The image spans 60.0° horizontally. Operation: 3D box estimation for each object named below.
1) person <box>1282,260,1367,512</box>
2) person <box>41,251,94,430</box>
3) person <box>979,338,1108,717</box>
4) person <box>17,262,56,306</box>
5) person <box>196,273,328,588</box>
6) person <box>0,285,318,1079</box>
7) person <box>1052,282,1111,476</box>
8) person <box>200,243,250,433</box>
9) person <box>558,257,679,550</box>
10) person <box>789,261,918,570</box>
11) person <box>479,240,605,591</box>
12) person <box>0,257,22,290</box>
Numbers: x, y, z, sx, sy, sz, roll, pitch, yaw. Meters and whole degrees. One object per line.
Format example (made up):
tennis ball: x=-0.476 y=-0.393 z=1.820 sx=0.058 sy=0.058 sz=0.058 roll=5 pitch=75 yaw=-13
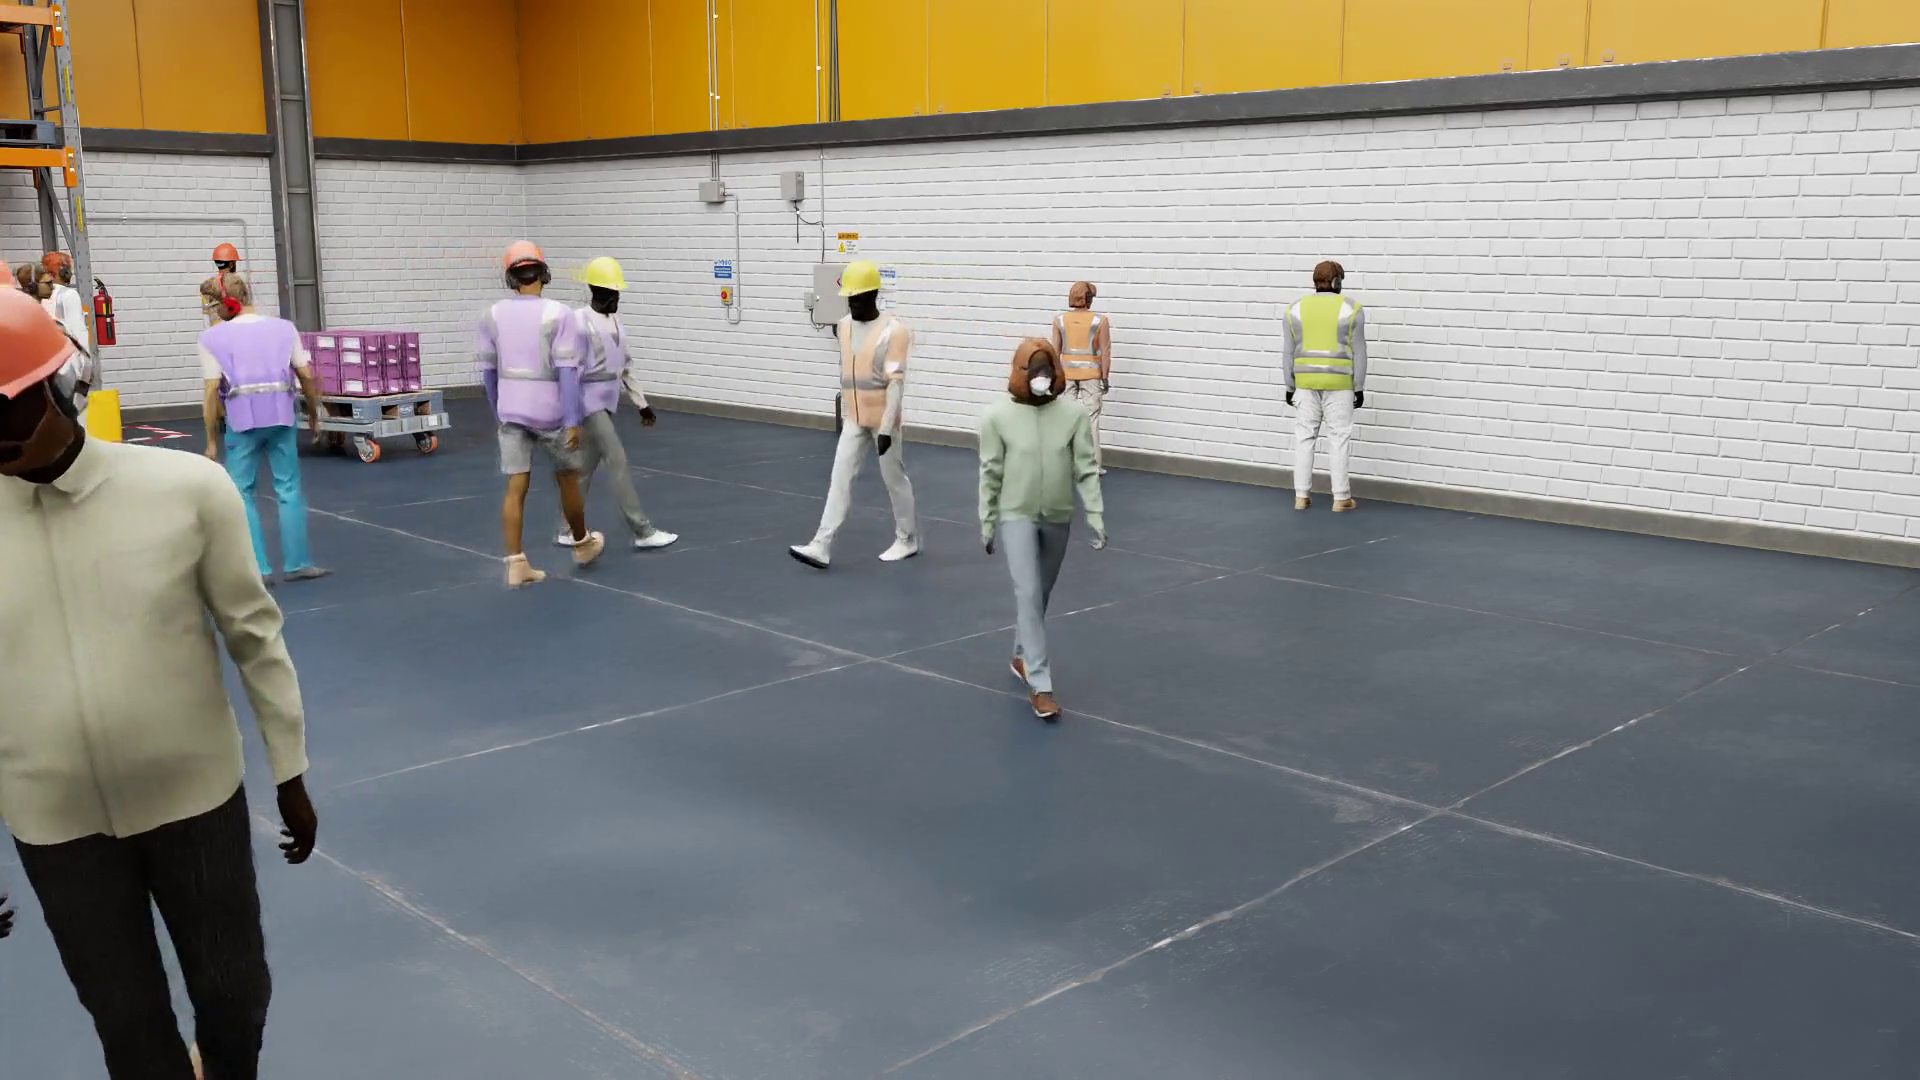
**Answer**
person: x=2.688 y=-1.126 z=12.244 sx=0.619 sy=1.839 sz=0.430 roll=5 pitch=12 yaw=27
person: x=-7.677 y=-1.526 z=14.294 sx=0.574 sy=1.884 sz=0.356 roll=5 pitch=11 yaw=24
person: x=0.344 y=-0.079 z=7.199 sx=0.516 sy=1.582 sz=0.859 roll=-3 pitch=11 yaw=-16
person: x=-6.939 y=-1.158 z=12.447 sx=0.787 sy=1.826 sz=0.519 roll=-8 pitch=13 yaw=-38
person: x=-3.984 y=-0.615 z=9.558 sx=0.683 sy=1.812 sz=0.393 roll=-7 pitch=13 yaw=-35
person: x=-1.593 y=0.484 z=3.165 sx=0.673 sy=1.944 sz=0.657 roll=-4 pitch=11 yaw=-22
person: x=1.012 y=-1.347 z=13.991 sx=0.515 sy=1.636 sz=0.315 roll=4 pitch=11 yaw=20
person: x=-7.470 y=-2.060 z=17.056 sx=0.543 sy=1.939 sz=0.361 roll=3 pitch=11 yaw=15
person: x=-2.207 y=-0.854 z=10.634 sx=0.934 sy=1.873 sz=0.578 roll=2 pitch=11 yaw=10
person: x=-0.584 y=-0.740 z=10.056 sx=0.605 sy=1.861 sz=1.019 roll=9 pitch=14 yaw=39
person: x=-2.441 y=-0.745 z=9.765 sx=0.633 sy=1.985 sz=1.004 roll=2 pitch=11 yaw=13
person: x=-5.578 y=-0.697 z=9.737 sx=0.546 sy=1.902 sz=0.810 roll=10 pitch=14 yaw=43
